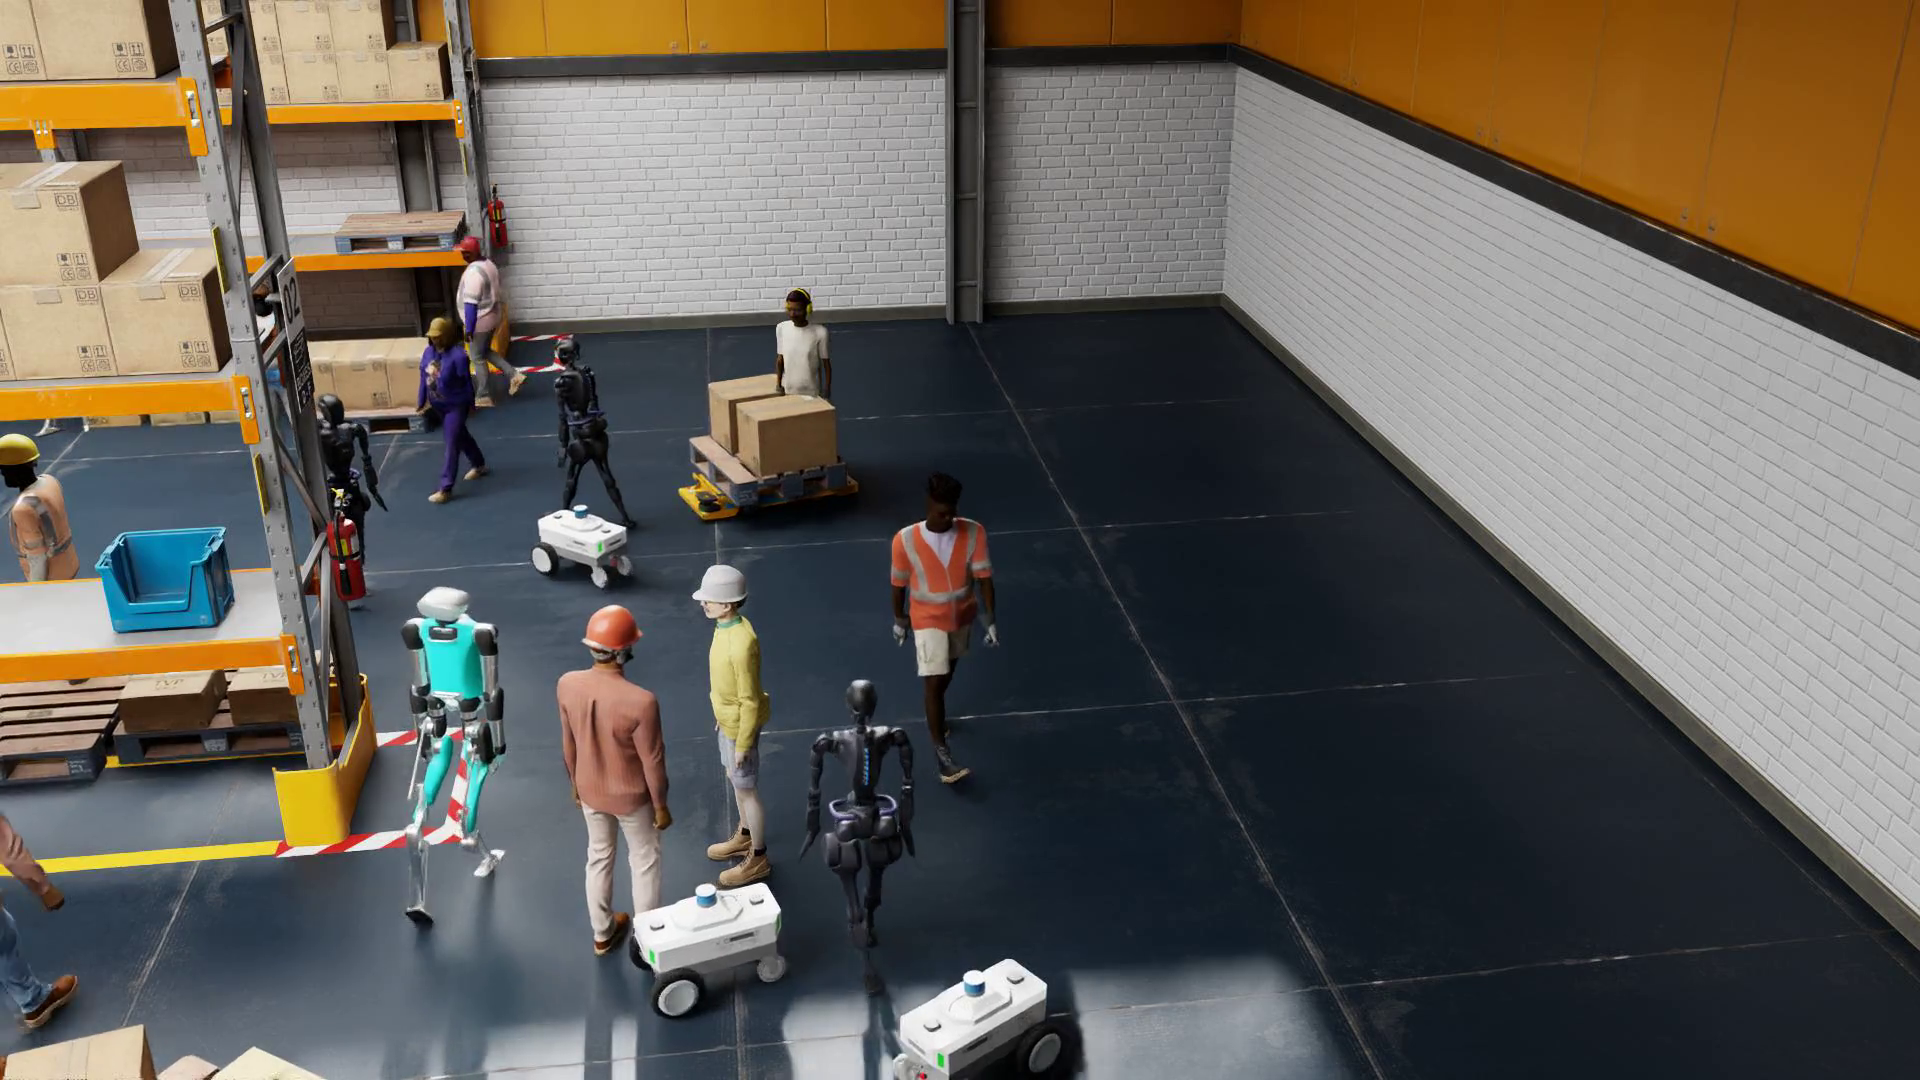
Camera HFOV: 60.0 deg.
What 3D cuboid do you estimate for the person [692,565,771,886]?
[{"bbox_3d":[-1.222,1.001,9.101,0.379,1.890,0.485,-9,25,-19],"label":"person"}]

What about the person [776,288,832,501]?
[{"bbox_3d":[-1.348,-1.244,14.244,0.532,1.866,0.315,8,25,17],"label":"person"}]

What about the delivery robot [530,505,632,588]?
[{"bbox_3d":[-2.941,0.016,12.994,0.777,0.587,0.499,15,28,30],"label":"delivery robot"}]

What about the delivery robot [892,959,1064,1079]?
[{"bbox_3d":[0.080,2.282,7.817,0.747,0.576,0.499,-19,30,-37],"label":"delivery robot"}]

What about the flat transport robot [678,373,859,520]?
[{"bbox_3d":[-1.668,-0.478,14.484,1.431,0.231,0.659,-12,26,-25],"label":"flat transport robot"}]

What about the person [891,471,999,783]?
[{"bbox_3d":[-0.072,0.507,10.209,0.605,1.893,1.043,-9,25,-19],"label":"person"}]

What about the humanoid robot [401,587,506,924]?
[{"bbox_3d":[-2.783,1.215,8.822,0.533,1.767,0.958,4,24,10],"label":"humanoid robot"}]

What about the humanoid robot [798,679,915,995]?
[{"bbox_3d":[-0.512,1.453,8.373,0.598,1.638,0.614,-7,25,-15],"label":"humanoid robot"}]

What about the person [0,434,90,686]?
[{"bbox_3d":[-5.943,0.222,10.830,0.367,1.927,0.586,-5,24,-12],"label":"person"}]

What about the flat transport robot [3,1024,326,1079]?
[{"bbox_3d":[-3.222,2.895,6.801,1.431,0.231,0.659,12,26,26],"label":"flat transport robot"}]

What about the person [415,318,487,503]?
[{"bbox_3d":[-4.433,-1.175,14.442,0.453,1.575,0.864,12,26,25],"label":"person"}]

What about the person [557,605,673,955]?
[{"bbox_3d":[-1.713,1.250,8.424,0.614,1.985,0.413,11,26,24],"label":"person"}]

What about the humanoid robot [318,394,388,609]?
[{"bbox_3d":[-4.604,-0.308,12.378,0.383,1.662,0.597,17,29,33],"label":"humanoid robot"}]

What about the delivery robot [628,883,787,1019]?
[{"bbox_3d":[-1.293,2.034,8.430,0.812,0.614,0.499,-10,26,-22],"label":"delivery robot"}]

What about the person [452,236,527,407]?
[{"bbox_3d":[-4.706,-2.156,16.481,0.510,1.733,0.616,1,24,2],"label":"person"}]

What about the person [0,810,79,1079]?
[{"bbox_3d":[-4.470,1.579,7.684,0.628,1.953,0.884,10,26,22],"label":"person"}]

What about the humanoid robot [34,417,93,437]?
[{"bbox_3d":[-8.656,-1.832,15.760,0.530,1.787,0.789,3,24,7],"label":"humanoid robot"}]

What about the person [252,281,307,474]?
[{"bbox_3d":[-6.009,-1.395,14.634,0.627,1.830,0.431,-1,24,-3],"label":"person"}]

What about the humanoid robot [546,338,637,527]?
[{"bbox_3d":[-3.083,-0.858,13.653,0.783,1.618,0.587,8,25,18],"label":"humanoid robot"}]
